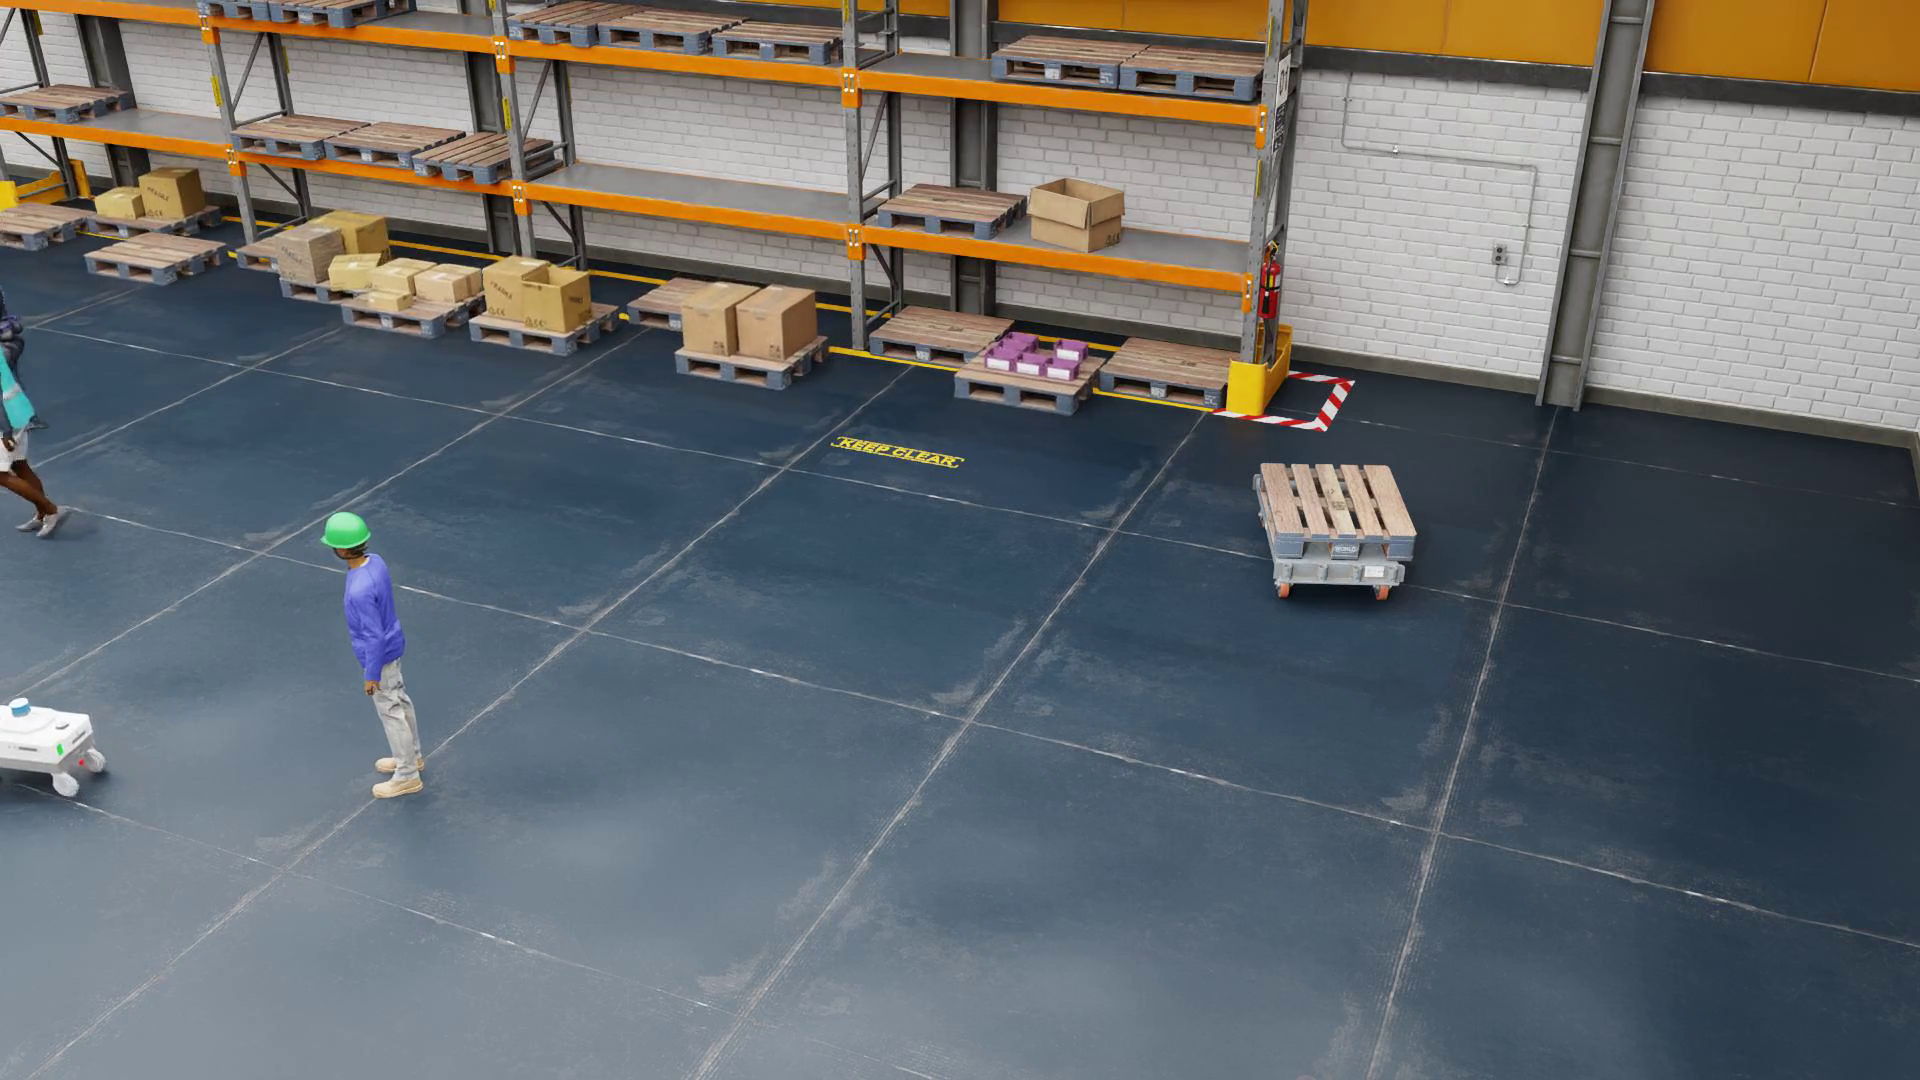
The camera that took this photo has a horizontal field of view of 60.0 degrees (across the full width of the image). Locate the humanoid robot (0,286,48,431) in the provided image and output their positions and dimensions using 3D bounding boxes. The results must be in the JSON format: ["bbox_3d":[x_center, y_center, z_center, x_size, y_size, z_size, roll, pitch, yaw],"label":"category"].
[{"bbox_3d":[-8.539,-1.773,14.843,0.391,1.641,0.610,-5,28,-9],"label":"humanoid robot"}]

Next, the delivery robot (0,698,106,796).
[{"bbox_3d":[-5.702,1.238,10.196,0.759,0.575,0.499,5,28,9],"label":"delivery robot"}]

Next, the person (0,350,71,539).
[{"bbox_3d":[-7.442,-0.912,12.929,0.607,1.892,0.600,-6,28,-12],"label":"person"}]

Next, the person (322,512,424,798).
[{"bbox_3d":[-3.474,0.681,9.869,0.358,1.870,0.461,-4,28,-8],"label":"person"}]
